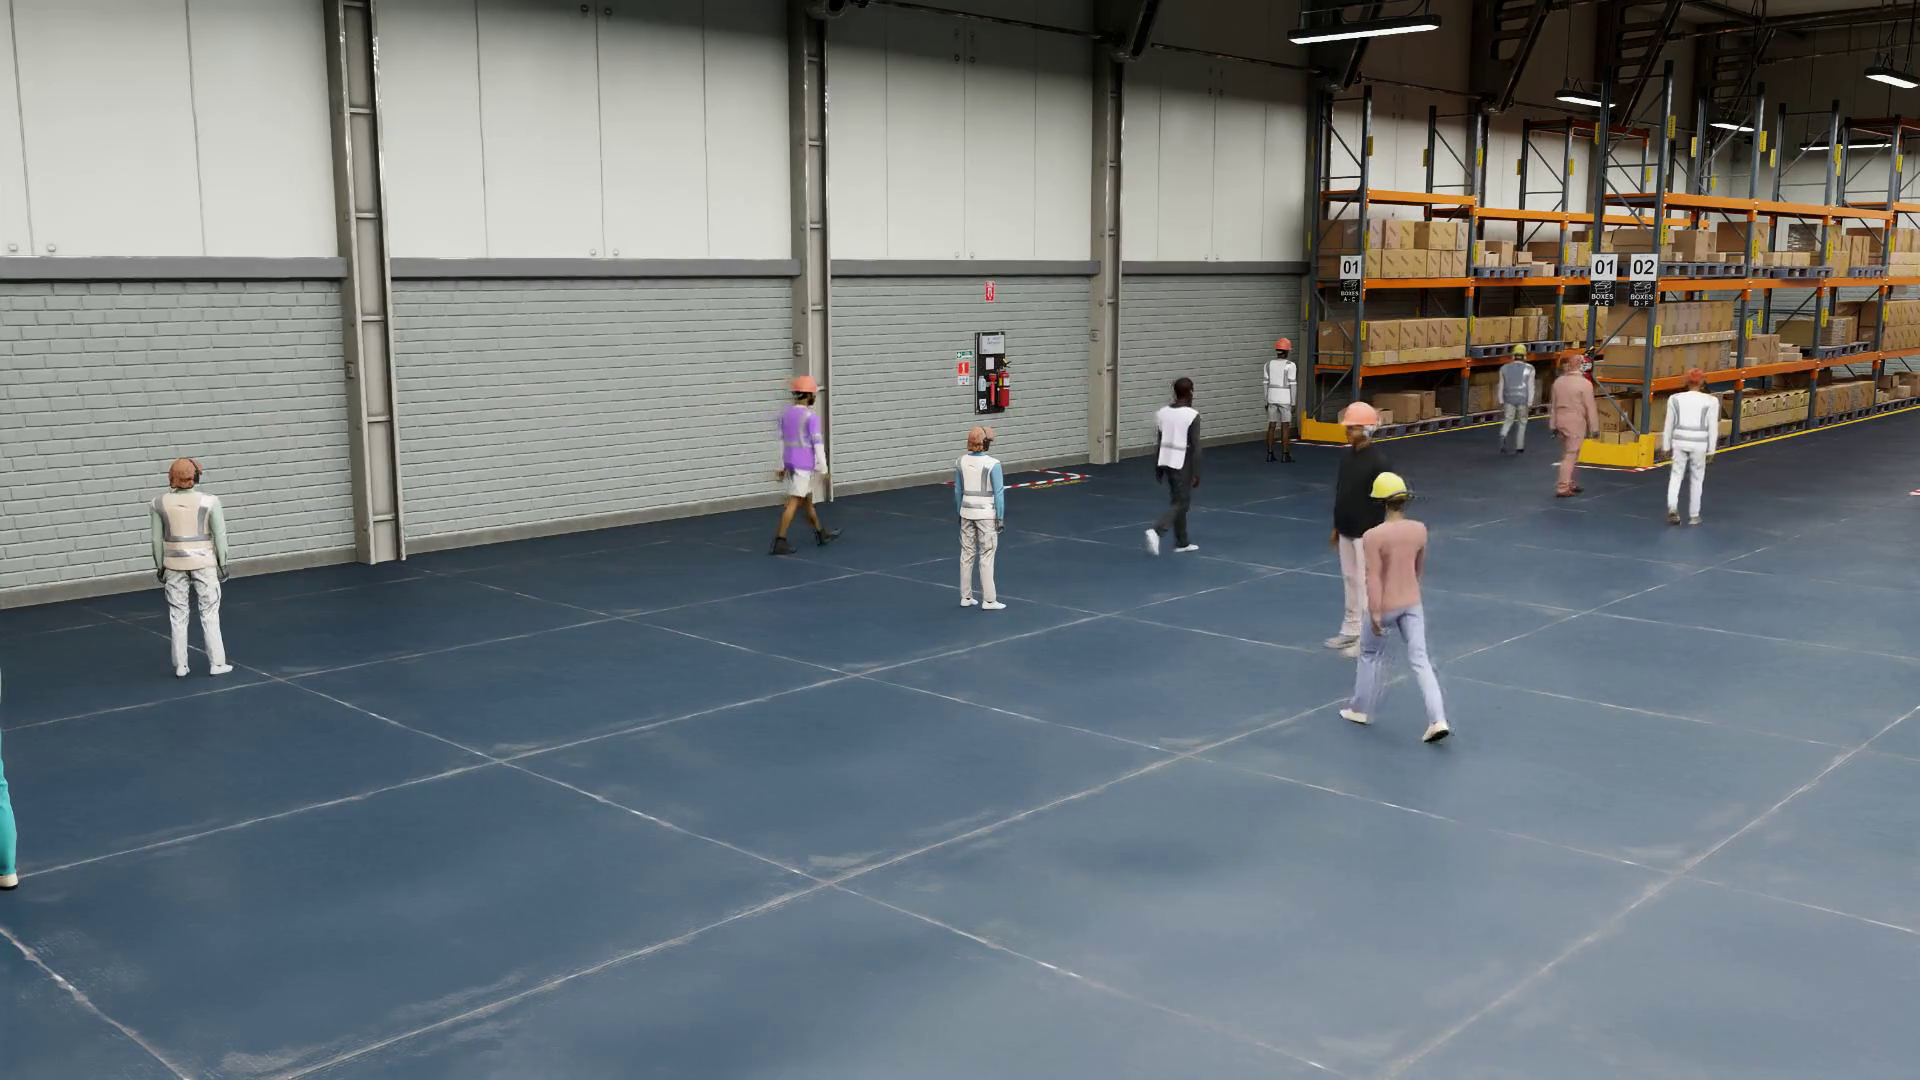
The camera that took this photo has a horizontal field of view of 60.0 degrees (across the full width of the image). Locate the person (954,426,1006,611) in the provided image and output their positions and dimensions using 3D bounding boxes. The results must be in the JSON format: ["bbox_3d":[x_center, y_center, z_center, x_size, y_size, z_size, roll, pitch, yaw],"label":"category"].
[{"bbox_3d":[0.176,-0.192,14.741,0.523,1.639,0.306,7,12,38],"label":"person"}]

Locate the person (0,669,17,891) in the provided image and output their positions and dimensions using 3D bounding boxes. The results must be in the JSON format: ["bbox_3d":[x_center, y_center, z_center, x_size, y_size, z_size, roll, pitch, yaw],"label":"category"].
[{"bbox_3d":[-4.778,0.872,7.890,0.329,1.763,0.523,3,10,17],"label":"person"}]

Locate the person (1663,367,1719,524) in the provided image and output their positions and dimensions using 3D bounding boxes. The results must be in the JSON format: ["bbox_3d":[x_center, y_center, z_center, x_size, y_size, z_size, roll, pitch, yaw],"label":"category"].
[{"bbox_3d":[8.574,-1.091,19.531,0.587,1.871,0.719,7,11,35],"label":"person"}]

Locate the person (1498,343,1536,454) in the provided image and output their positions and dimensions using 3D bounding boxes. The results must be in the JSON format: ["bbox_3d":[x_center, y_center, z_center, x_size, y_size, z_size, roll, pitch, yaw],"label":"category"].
[{"bbox_3d":[8.995,-2.271,26.908,0.592,1.814,0.602,7,12,36],"label":"person"}]

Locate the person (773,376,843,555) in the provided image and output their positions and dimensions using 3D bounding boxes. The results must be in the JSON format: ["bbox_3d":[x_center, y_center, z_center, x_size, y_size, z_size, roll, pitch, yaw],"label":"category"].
[{"bbox_3d":[-1.641,-0.808,17.758,1.017,1.875,0.575,-8,12,-41],"label":"person"}]

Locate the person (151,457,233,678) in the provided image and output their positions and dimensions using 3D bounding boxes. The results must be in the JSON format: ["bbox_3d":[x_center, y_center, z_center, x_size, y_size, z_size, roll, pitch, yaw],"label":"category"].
[{"bbox_3d":[-5.686,0.208,12.307,0.521,1.639,0.311,-1,9,-8],"label":"person"}]

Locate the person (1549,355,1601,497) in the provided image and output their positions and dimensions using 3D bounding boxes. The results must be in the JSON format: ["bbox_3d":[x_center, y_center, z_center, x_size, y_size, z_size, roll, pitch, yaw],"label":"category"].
[{"bbox_3d":[8.217,-1.505,22.037,0.790,1.882,0.648,-4,10,-21],"label":"person"}]

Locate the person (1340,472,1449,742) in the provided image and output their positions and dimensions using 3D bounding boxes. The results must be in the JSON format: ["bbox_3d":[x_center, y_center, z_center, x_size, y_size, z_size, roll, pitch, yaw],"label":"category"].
[{"bbox_3d":[2.833,0.426,10.739,0.520,1.723,0.927,-3,10,-20],"label":"person"}]

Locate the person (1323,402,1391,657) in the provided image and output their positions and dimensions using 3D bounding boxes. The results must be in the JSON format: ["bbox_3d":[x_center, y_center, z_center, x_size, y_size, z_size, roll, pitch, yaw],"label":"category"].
[{"bbox_3d":[3.109,-0.087,13.025,0.393,1.993,0.620,-3,10,-20],"label":"person"}]

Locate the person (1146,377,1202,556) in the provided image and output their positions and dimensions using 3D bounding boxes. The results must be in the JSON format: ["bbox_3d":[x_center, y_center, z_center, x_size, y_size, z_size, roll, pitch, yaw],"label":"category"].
[{"bbox_3d":[2.256,-0.767,17.505,0.801,1.897,0.599,-7,12,-36],"label":"person"}]

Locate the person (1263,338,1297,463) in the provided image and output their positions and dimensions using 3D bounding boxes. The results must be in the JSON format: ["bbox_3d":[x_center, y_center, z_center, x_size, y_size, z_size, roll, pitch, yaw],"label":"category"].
[{"bbox_3d":[4.985,-2.169,25.884,0.547,1.938,0.378,7,12,37],"label":"person"}]
